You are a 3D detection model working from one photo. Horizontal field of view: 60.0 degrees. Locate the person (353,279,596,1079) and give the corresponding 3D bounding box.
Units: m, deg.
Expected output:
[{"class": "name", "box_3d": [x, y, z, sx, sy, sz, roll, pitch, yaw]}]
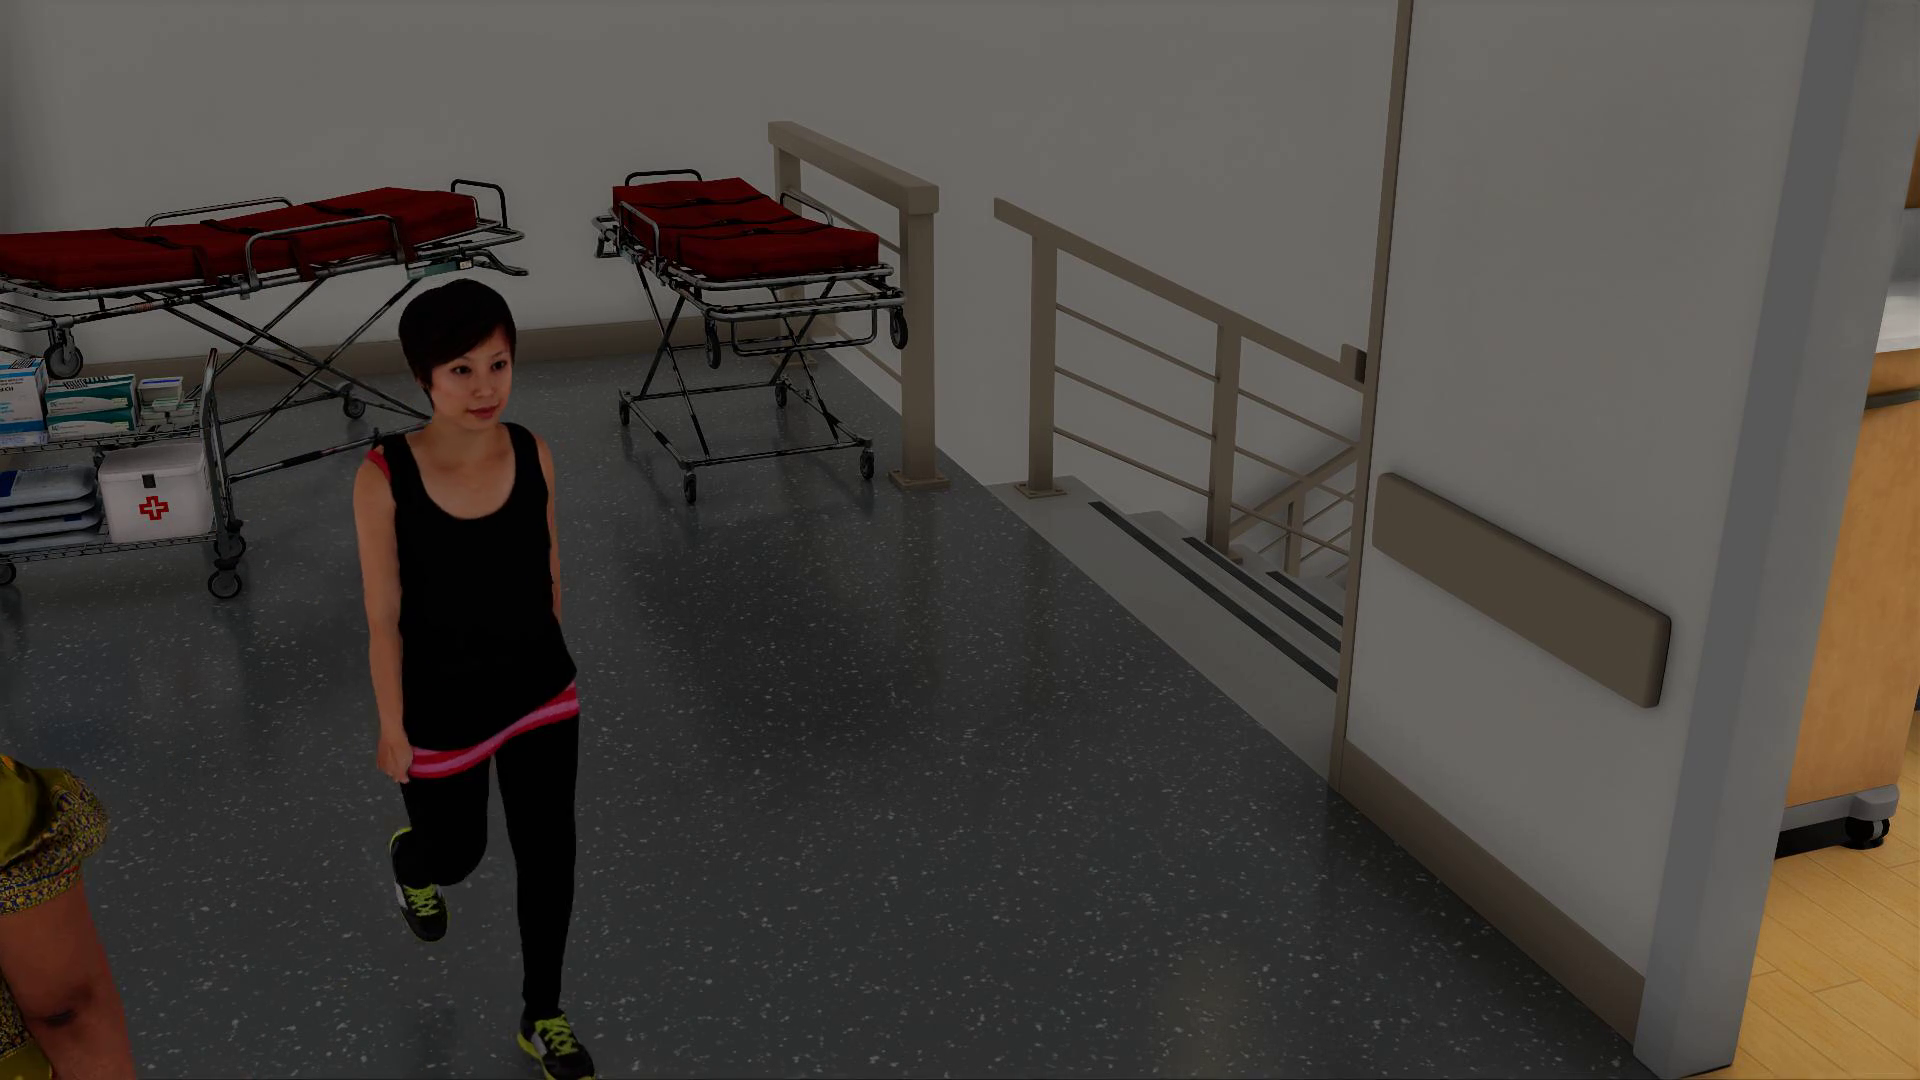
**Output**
[{"class": "person", "box_3d": [-0.943, 0.269, 3.155, 0.705, 1.525, 0.979, -14, 25, -33]}]
